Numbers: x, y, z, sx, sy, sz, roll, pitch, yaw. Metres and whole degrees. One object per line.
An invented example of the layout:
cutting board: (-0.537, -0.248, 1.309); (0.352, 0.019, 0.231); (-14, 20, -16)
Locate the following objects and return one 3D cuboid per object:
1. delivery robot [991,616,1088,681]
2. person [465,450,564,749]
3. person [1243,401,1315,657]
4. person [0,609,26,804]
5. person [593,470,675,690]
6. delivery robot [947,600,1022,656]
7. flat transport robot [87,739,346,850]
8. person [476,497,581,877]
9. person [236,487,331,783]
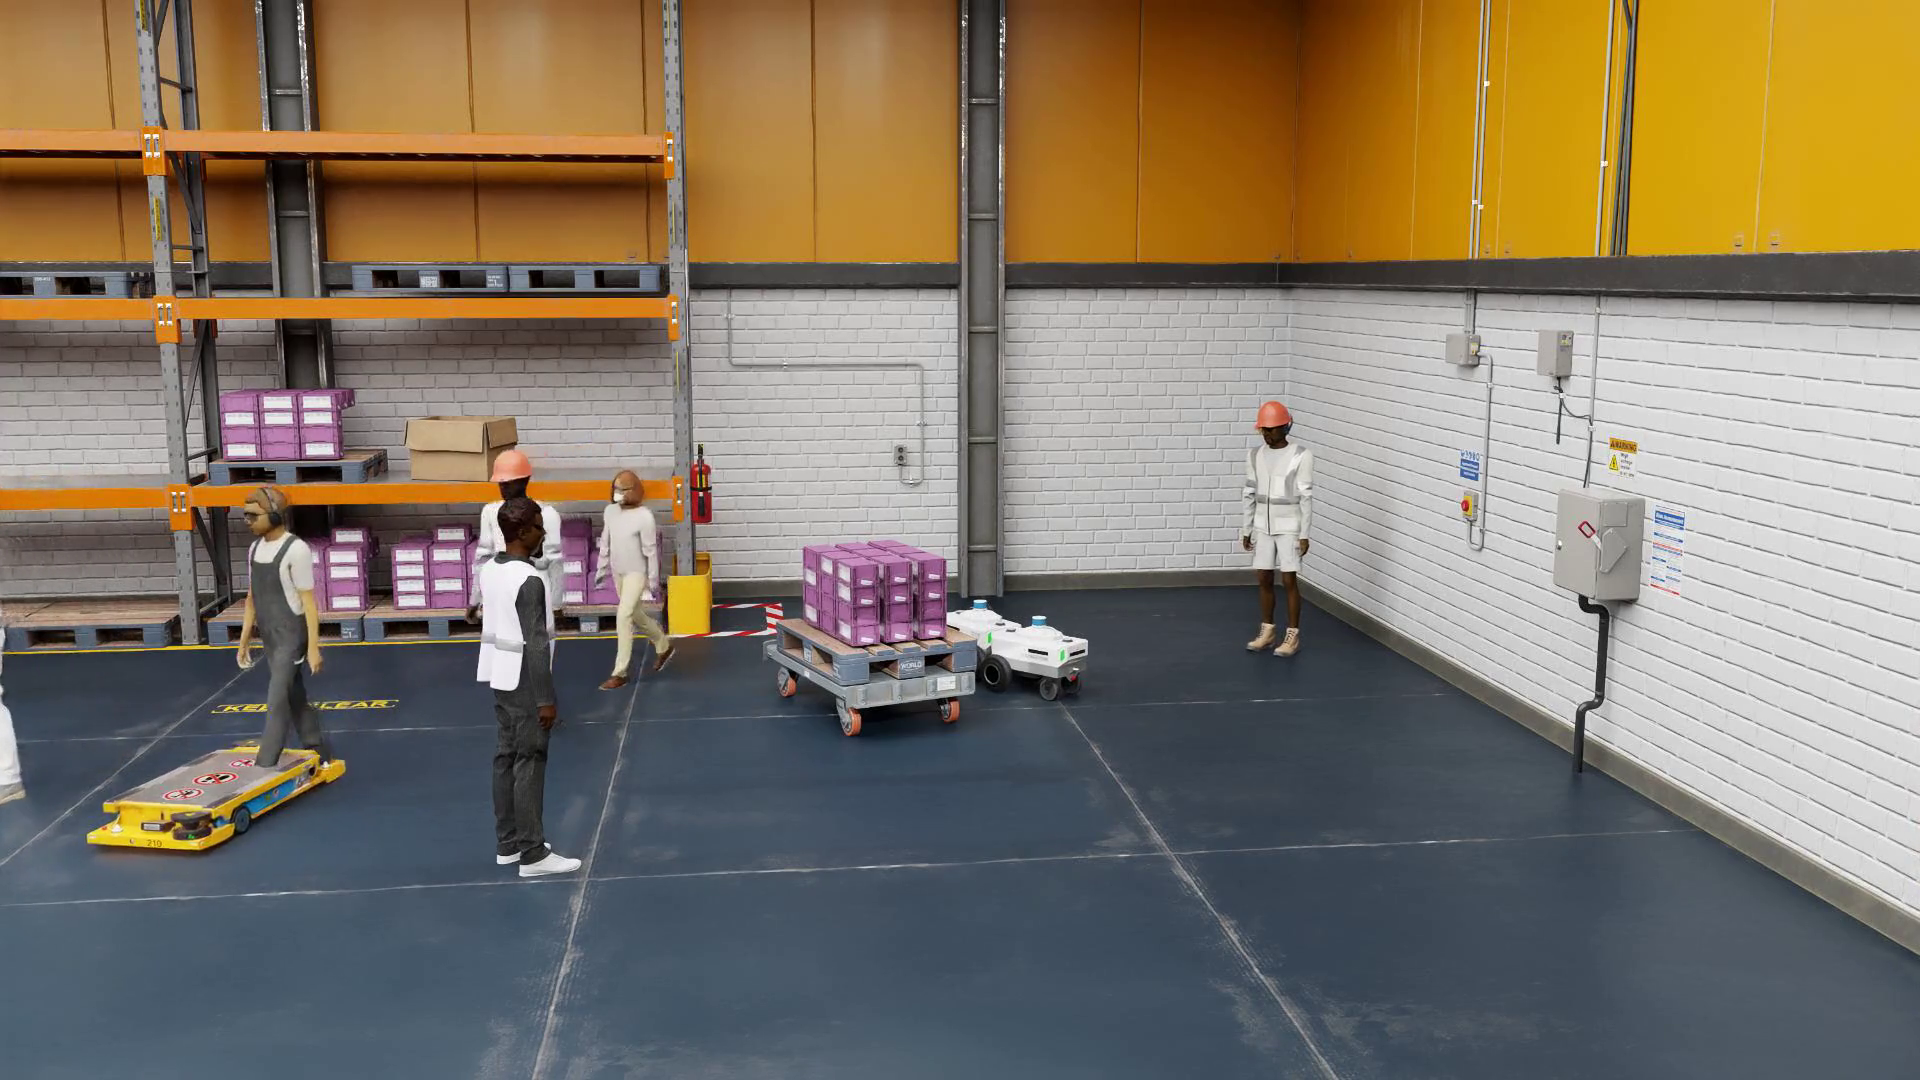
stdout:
delivery robot: (0.572, 0.793, 12.005); (0.707, 0.478, 0.477); (8, 12, 40)
person: (-2.876, 0.383, 10.654); (0.566, 1.907, 0.823); (4, 10, 23)
person: (2.509, -0.093, 13.241); (0.620, 2.030, 0.405); (8, 12, 42)
person: (-5.630, 0.614, 9.348); (0.589, 1.865, 0.603); (5, 10, 29)
person: (-2.411, 0.259, 12.375); (0.504, 1.600, 0.810); (7, 12, 39)
delivery robot: (0.152, 0.697, 12.604); (0.477, 0.478, 0.707); (-6, 11, -34)
flat transport robot: (-4.133, 1.407, 9.343); (0.652, 0.197, 1.431); (2, 9, 10)
person: (-2.218, 0.744, 8.405); (0.392, 1.905, 0.589); (-7, 12, -38)
person: (-3.983, 0.601, 9.569); (0.536, 1.809, 0.793); (7, 12, 38)
